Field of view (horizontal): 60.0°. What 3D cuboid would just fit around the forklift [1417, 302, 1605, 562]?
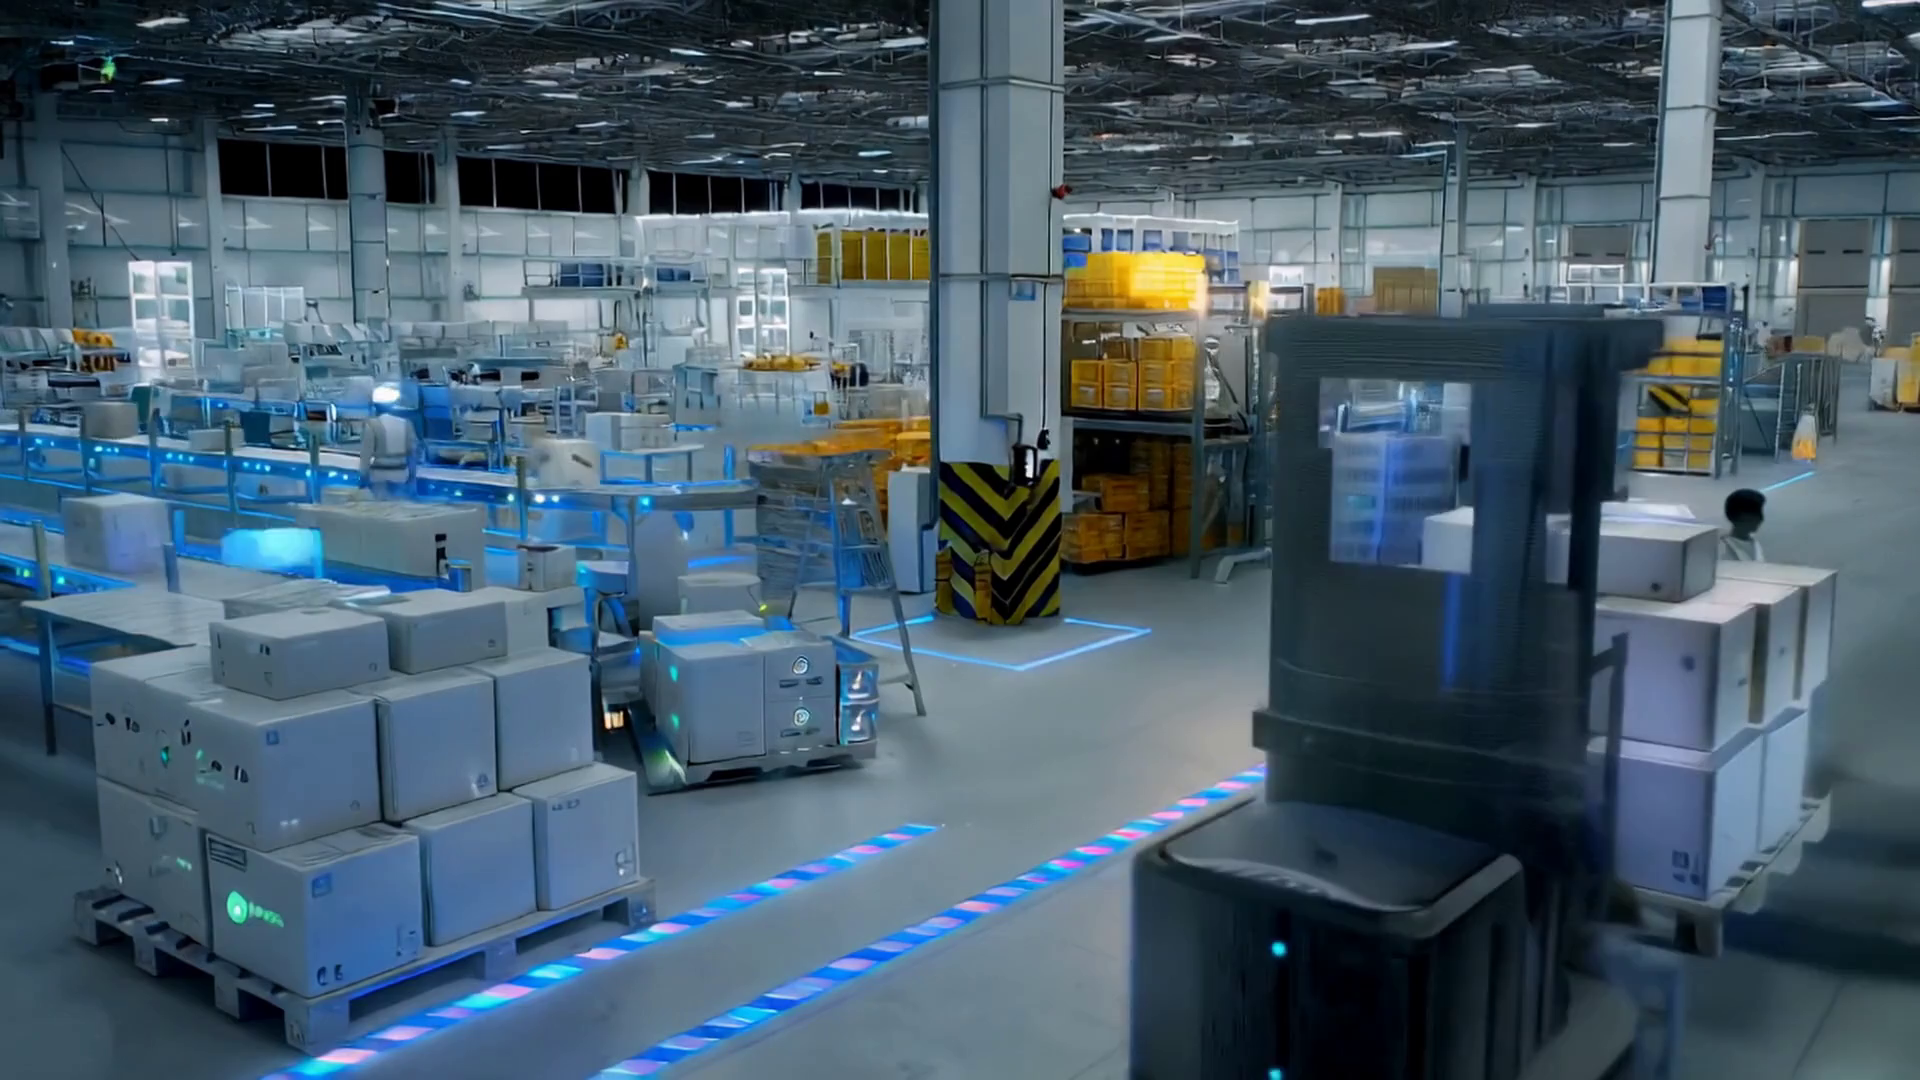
[{"bbox_3d":[4.379,-0.438,12.852,1.129,2.768,1.873,7,11,37],"label":"forklift"}]

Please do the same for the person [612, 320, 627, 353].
[{"bbox_3d":[-12.993,-7.465,63.556,0.572,1.887,0.356,0,8,2],"label":"person"}]

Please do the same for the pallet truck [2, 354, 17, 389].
[{"bbox_3d":[-24.881,-4.417,42.634,1.885,1.965,0.823,8,11,41],"label":"pallet truck"}]

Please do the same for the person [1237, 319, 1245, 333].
[{"bbox_3d":[10.223,-7.124,60.824,0.819,2.024,0.618,3,9,20],"label":"person"}]

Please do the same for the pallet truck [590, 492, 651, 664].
[{"bbox_3d":[-3.115,0.344,12.883,0.653,1.274,1.630,7,11,37],"label":"pallet truck"}]

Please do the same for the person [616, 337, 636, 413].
[{"bbox_3d":[-7.846,-3.840,39.193,0.514,1.866,0.329,2,9,10],"label":"person"}]

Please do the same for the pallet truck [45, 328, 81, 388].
[{"bbox_3d":[-23.775,-4.544,43.495,1.885,1.965,0.823,6,10,35],"label":"pallet truck"}]

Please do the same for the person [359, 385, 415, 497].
[{"bbox_3d":[-6.058,-0.690,17.772,0.856,1.922,0.601,5,10,31],"label":"person"}]

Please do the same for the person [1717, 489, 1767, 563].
[{"bbox_3d":[4.843,0.516,10.423,0.536,1.692,0.320,-6,10,-34],"label":"person"}]

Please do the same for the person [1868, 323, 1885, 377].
[{"bbox_3d":[31.664,-6.554,57.471,0.521,1.873,0.334,-1,9,-10],"label":"person"}]

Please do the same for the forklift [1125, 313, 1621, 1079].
[{"bbox_3d":[1.489,0.621,5.713,1.129,2.768,1.873,7,11,37],"label":"forklift"}]

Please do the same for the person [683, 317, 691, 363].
[{"bbox_3d":[-11.249,-8.257,68.757,0.382,1.928,0.587,0,8,-1],"label":"person"}]

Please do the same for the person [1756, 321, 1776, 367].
[{"bbox_3d":[31.898,-7.740,65.721,0.624,1.791,0.954,-5,10,-30],"label":"person"}]

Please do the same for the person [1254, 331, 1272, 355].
[{"bbox_3d":[10.171,-6.298,55.623,0.636,1.915,0.444,7,11,38],"label":"person"}]

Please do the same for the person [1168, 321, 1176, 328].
[{"bbox_3d":[6.692,-5.942,52.772,0.688,2.000,0.536,-5,10,-31],"label":"person"}]

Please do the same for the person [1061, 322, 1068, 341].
[{"bbox_3d":[3.582,-6.850,59.400,0.925,1.902,0.542,4,9,23],"label":"person"}]

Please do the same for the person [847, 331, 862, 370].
[{"bbox_3d":[-3.250,-5.506,50.770,0.552,1.750,0.365,-7,11,-38],"label":"person"}]

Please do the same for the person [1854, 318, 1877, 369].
[{"bbox_3d":[34.689,-7.491,63.529,0.642,1.957,1.017,-4,9,-26],"label":"person"}]

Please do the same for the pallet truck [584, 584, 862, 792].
[{"bbox_3d":[-1.426,0.805,10.019,1.601,1.201,0.680,-4,9,-26],"label":"pallet truck"}]
